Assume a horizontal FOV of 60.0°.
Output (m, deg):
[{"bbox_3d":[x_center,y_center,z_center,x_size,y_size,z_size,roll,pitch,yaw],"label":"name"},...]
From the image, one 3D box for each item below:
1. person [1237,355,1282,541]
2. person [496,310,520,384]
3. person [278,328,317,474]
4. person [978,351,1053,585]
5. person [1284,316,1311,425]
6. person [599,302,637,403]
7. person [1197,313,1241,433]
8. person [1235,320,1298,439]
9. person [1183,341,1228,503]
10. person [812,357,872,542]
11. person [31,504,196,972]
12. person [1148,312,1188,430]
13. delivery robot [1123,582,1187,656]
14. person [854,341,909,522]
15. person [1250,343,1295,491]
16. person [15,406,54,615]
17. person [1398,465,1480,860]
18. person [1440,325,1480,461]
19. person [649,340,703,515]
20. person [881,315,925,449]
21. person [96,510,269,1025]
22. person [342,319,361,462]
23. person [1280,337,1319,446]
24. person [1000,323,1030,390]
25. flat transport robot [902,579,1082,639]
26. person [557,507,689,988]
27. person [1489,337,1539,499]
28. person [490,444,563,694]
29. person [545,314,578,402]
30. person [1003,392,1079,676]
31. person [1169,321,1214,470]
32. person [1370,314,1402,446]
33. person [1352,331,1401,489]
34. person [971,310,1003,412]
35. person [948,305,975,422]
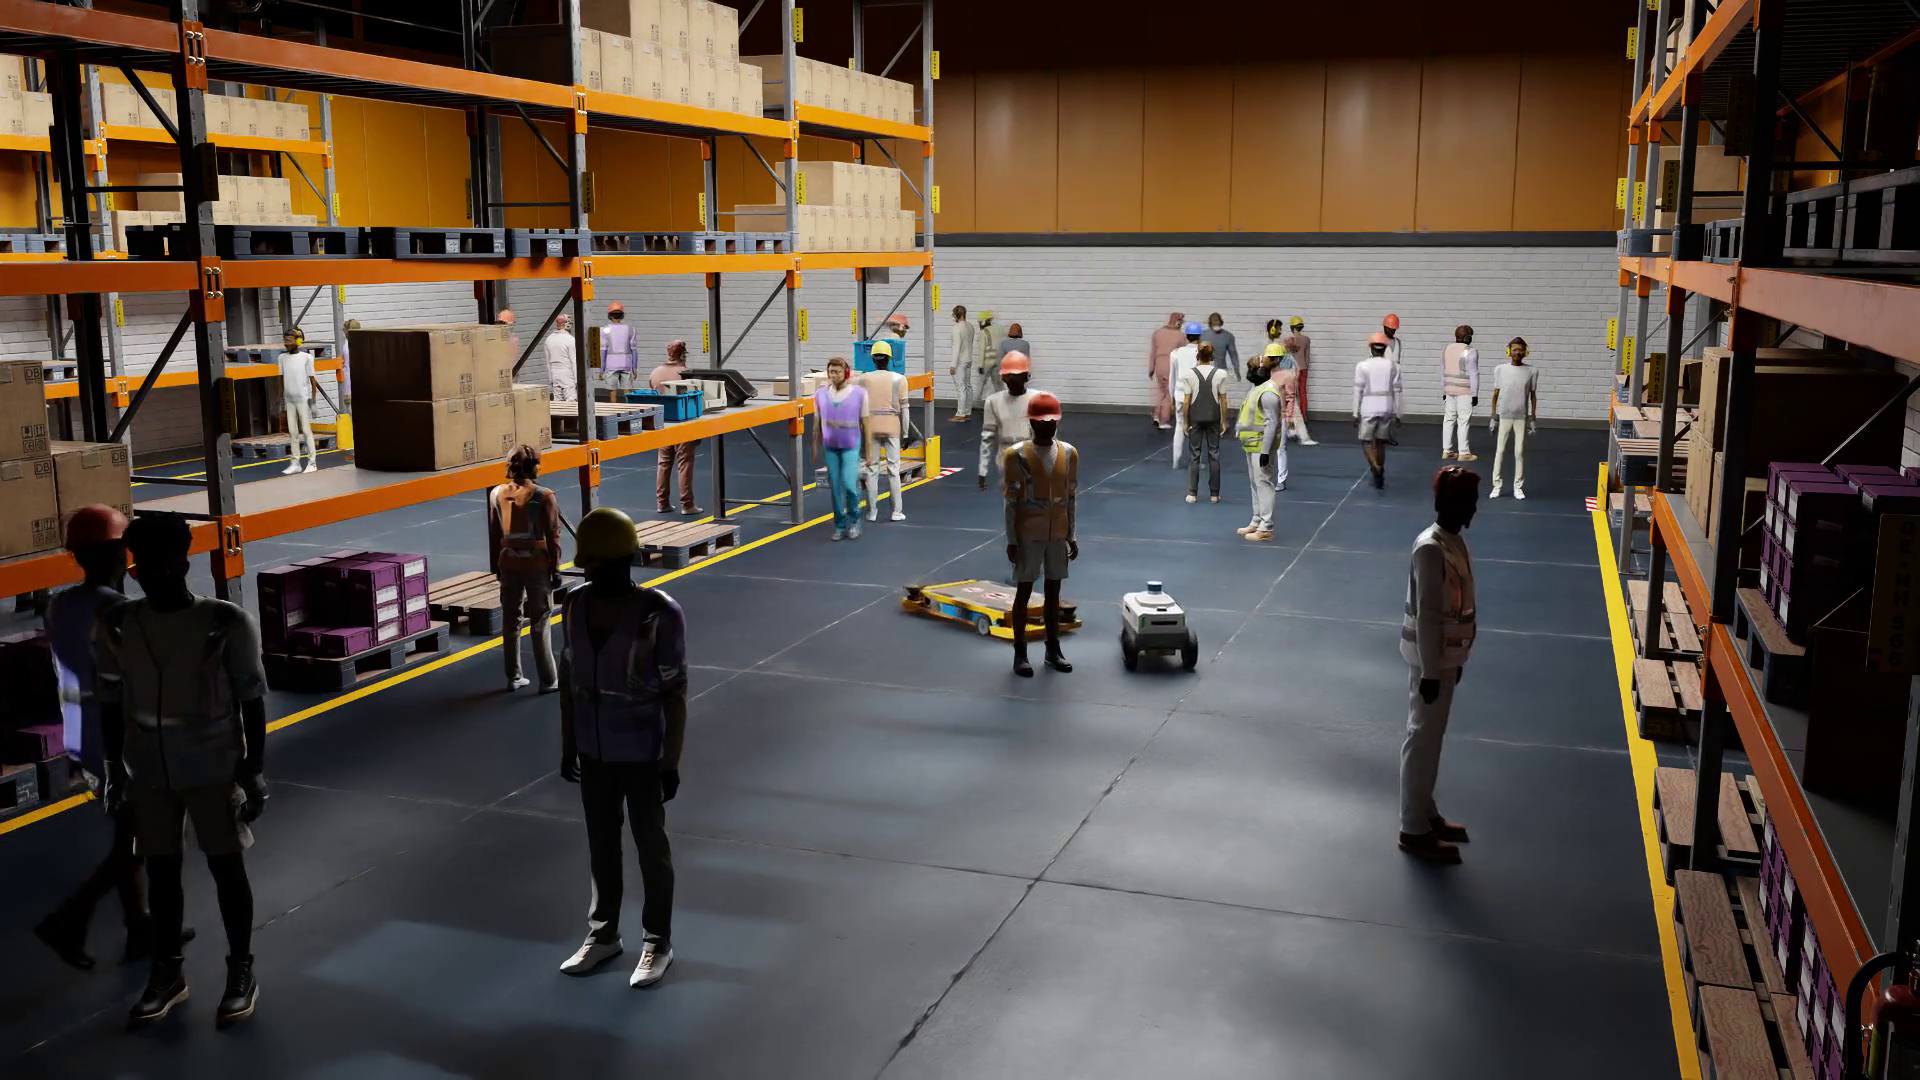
[{"bbox_3d":[2.968,-0.913,16.521,0.429,1.842,0.630,0,10,-1],"label":"person"},{"bbox_3d":[-6.621,-2.398,24.527,0.619,1.960,0.858,4,11,23],"label":"person"},{"bbox_3d":[-8.474,-1.767,21.258,0.530,1.869,0.312,2,10,12],"label":"person"},{"bbox_3d":[0.458,-0.605,14.298,0.650,2.010,0.882,4,11,20],"label":"person"},{"bbox_3d":[5.482,-2.767,27.176,0.522,1.769,0.312,-6,12,-29],"label":"person"},{"bbox_3d":[-5.364,-2.705,26.053,0.615,2.038,0.395,-5,11,-28],"label":"person"},{"bbox_3d":[4.013,-2.609,26.014,0.715,1.874,0.996,-4,11,-20],"label":"person"},{"bbox_3d":[4.649,-2.400,25.008,1.029,1.799,0.526,2,10,11],"label":"person"},{"bbox_3d":[2.773,-1.333,18.877,0.508,1.846,0.345,1,10,5],"label":"person"},{"bbox_3d":[-1.174,-0.887,16.391,0.602,1.831,0.455,3,10,16],"label":"person"},{"bbox_3d":[-3.431,0.814,6.633,0.551,1.904,0.607,6,12,31],"label":"person"},{"bbox_3d":[3.355,-2.683,26.402,0.685,1.874,0.525,9,13,40],"label":"person"},{"bbox_3d":[1.368,0.537,11.717,0.477,0.478,0.707,-1,10,-4],"label":"delivery robot"},{"bbox_3d":[-0.824,-1.139,17.584,0.586,1.917,0.380,0,10,3],"label":"person"},{"bbox_3d":[3.729,-1.464,19.839,0.530,1.768,0.312,9,13,40],"label":"person"},{"bbox_3d":[-7.385,-0.320,13.228,0.600,1.823,0.403,6,12,32],"label":"person"},{"bbox_3d":[2.314,0.575,8.029,0.358,1.881,0.574,5,11,26],"label":"person"},{"bbox_3d":[6.820,-1.999,22.636,0.429,1.842,0.633,-6,12,-30],"label":"person"},{"bbox_3d":[-3.069,-1.223,18.128,0.637,1.898,0.395,5,11,28],"label":"person"},{"bbox_3d":[-0.909,-2.215,23.587,0.963,1.930,0.637,-4,11,-20],"label":"person"},{"bbox_3d":[-2.907,0.852,6.229,0.613,1.963,0.362,0,10,-2],"label":"person"},{"bbox_3d":[-8.148,-2.024,22.527,0.358,1.934,0.629,1,10,7],"label":"person"},{"bbox_3d":[4.782,-2.163,24.282,0.893,1.593,0.525,2,10,10],"label":"person"},{"bbox_3d":[0.918,-2.769,27.559,0.500,1.633,0.280,2,10,9],"label":"person"},{"bbox_3d":[0.229,0.514,12.908,0.652,0.197,1.431,-8,13,-37],"label":"flat transport robot"},{"bbox_3d":[-1.351,0.812,6.591,0.584,1.918,0.376,4,11,24],"label":"person"},{"bbox_3d":[6.396,-1.396,19.174,0.564,1.869,0.339,3,11,16],"label":"person"},{"bbox_3d":[-2.830,0.195,10.862,0.515,1.636,0.314,4,11,22],"label":"person"},{"bbox_3d":[-5.820,-2.382,24.613,0.651,1.907,0.409,7,12,34],"label":"person"},{"bbox_3d":[0.566,-0.044,11.357,0.545,1.938,0.362,-4,11,-22],"label":"person"},{"bbox_3d":[3.016,-1.854,21.560,0.626,1.940,0.420,7,12,33],"label":"person"},{"bbox_3d":[6.219,-2.323,24.224,0.543,1.928,0.374,-5,11,-25],"label":"person"},{"bbox_3d":[4.987,-1.524,19.807,0.598,1.902,0.650,0,10,-2],"label":"person"},{"bbox_3d":[0.447,-3.100,29.029,0.851,1.787,0.665,8,13,38],"label":"person"},{"bbox_3d":[0.016,-2.928,27.599,0.372,1.939,0.631,5,11,25],"label":"person"}]
